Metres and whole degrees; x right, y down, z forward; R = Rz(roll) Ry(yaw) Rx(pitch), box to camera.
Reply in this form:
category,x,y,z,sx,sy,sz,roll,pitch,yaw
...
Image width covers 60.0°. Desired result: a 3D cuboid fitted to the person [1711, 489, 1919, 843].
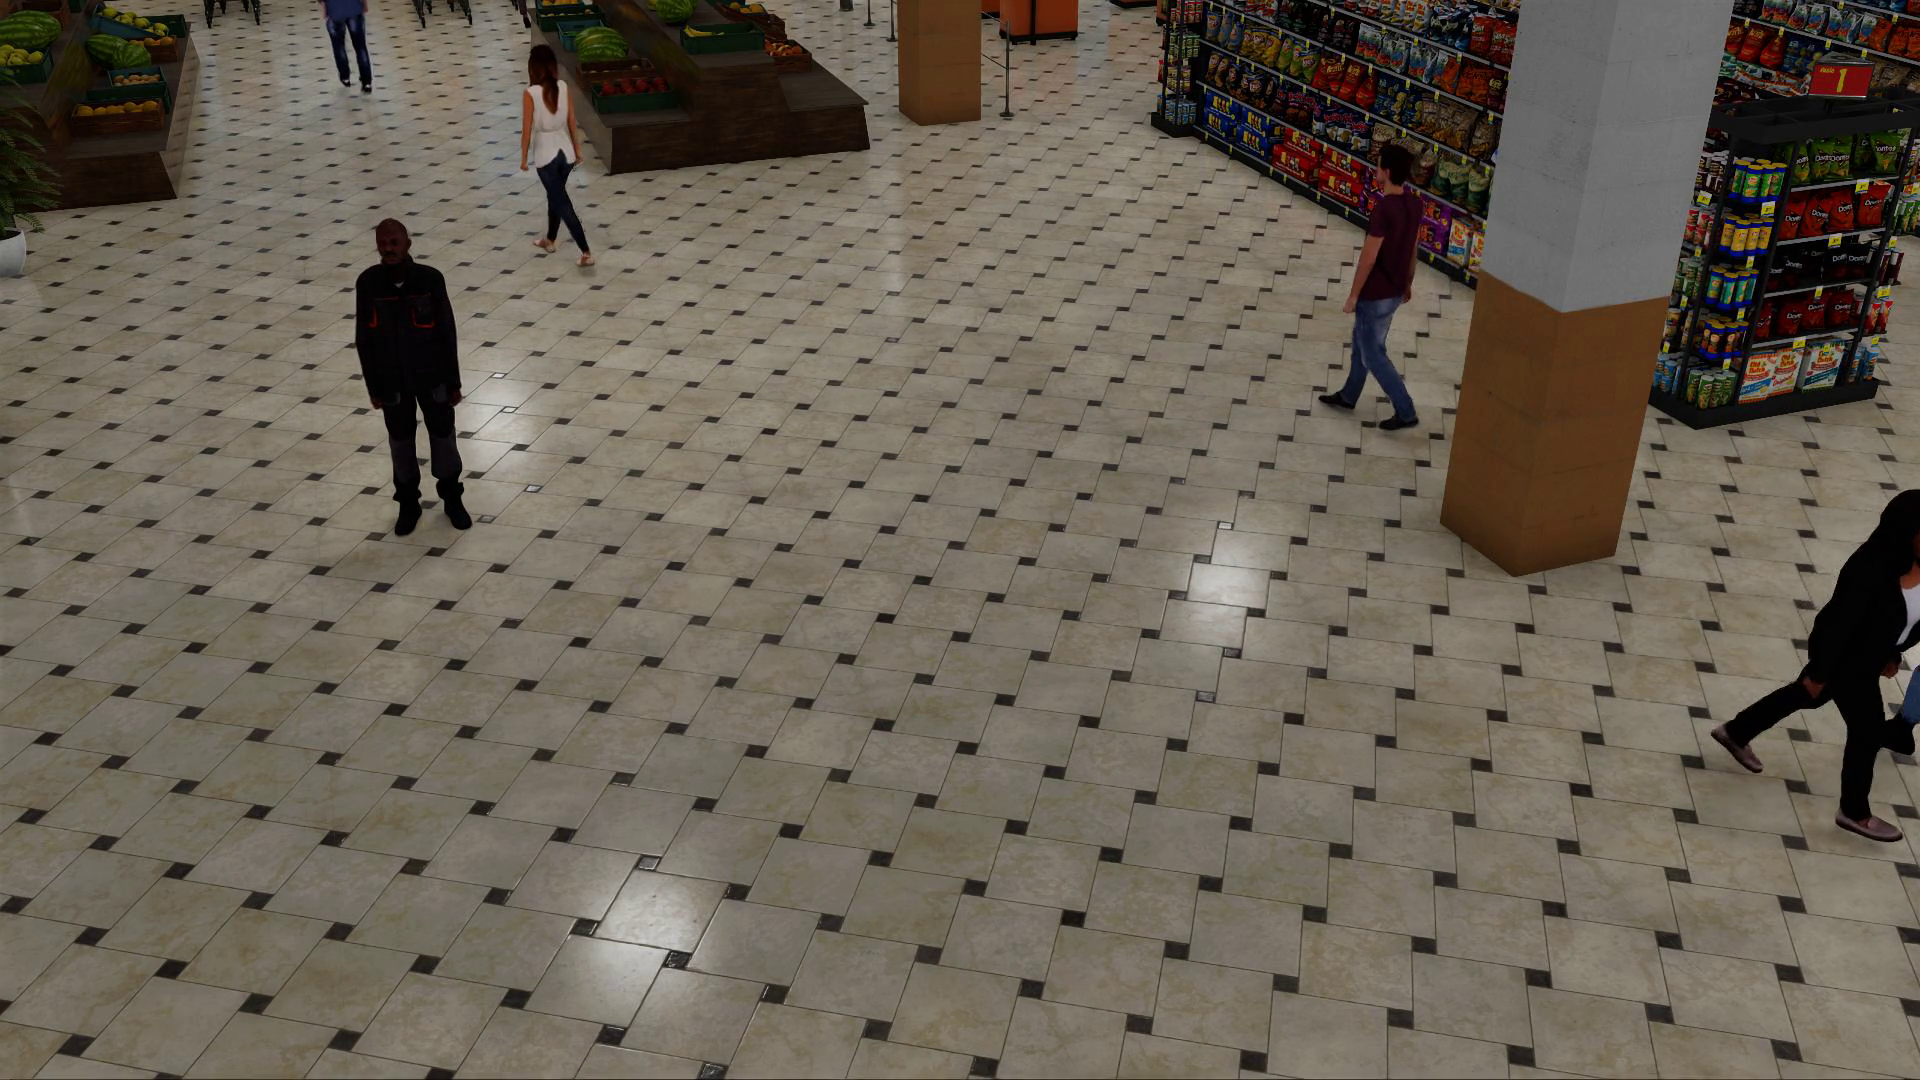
category,x,y,z,sx,sy,sz,roll,pitch,yaw
person,3.717,0.472,7.083,0.954,1.577,1.198,-25,38,-38

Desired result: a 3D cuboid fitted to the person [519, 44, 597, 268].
category,x,y,z,sx,sy,sz,roll,pitch,yaw
person,-3.190,-3.008,13.284,1.199,1.742,0.955,24,37,37

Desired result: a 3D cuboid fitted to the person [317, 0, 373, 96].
category,x,y,z,sx,sy,sz,roll,pitch,yaw
person,-6.740,-5.761,18.289,0.848,1.779,1.230,-15,32,-25

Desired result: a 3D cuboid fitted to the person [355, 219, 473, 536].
category,x,y,z,sx,sy,sz,roll,pitch,yaw
person,-3.094,-0.939,9.409,0.714,1.826,0.617,-7,29,-12

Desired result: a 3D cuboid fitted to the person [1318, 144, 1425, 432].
category,x,y,z,sx,sy,sz,roll,pitch,yaw
person,2.729,-1.547,10.517,1.165,1.831,0.981,24,37,36
